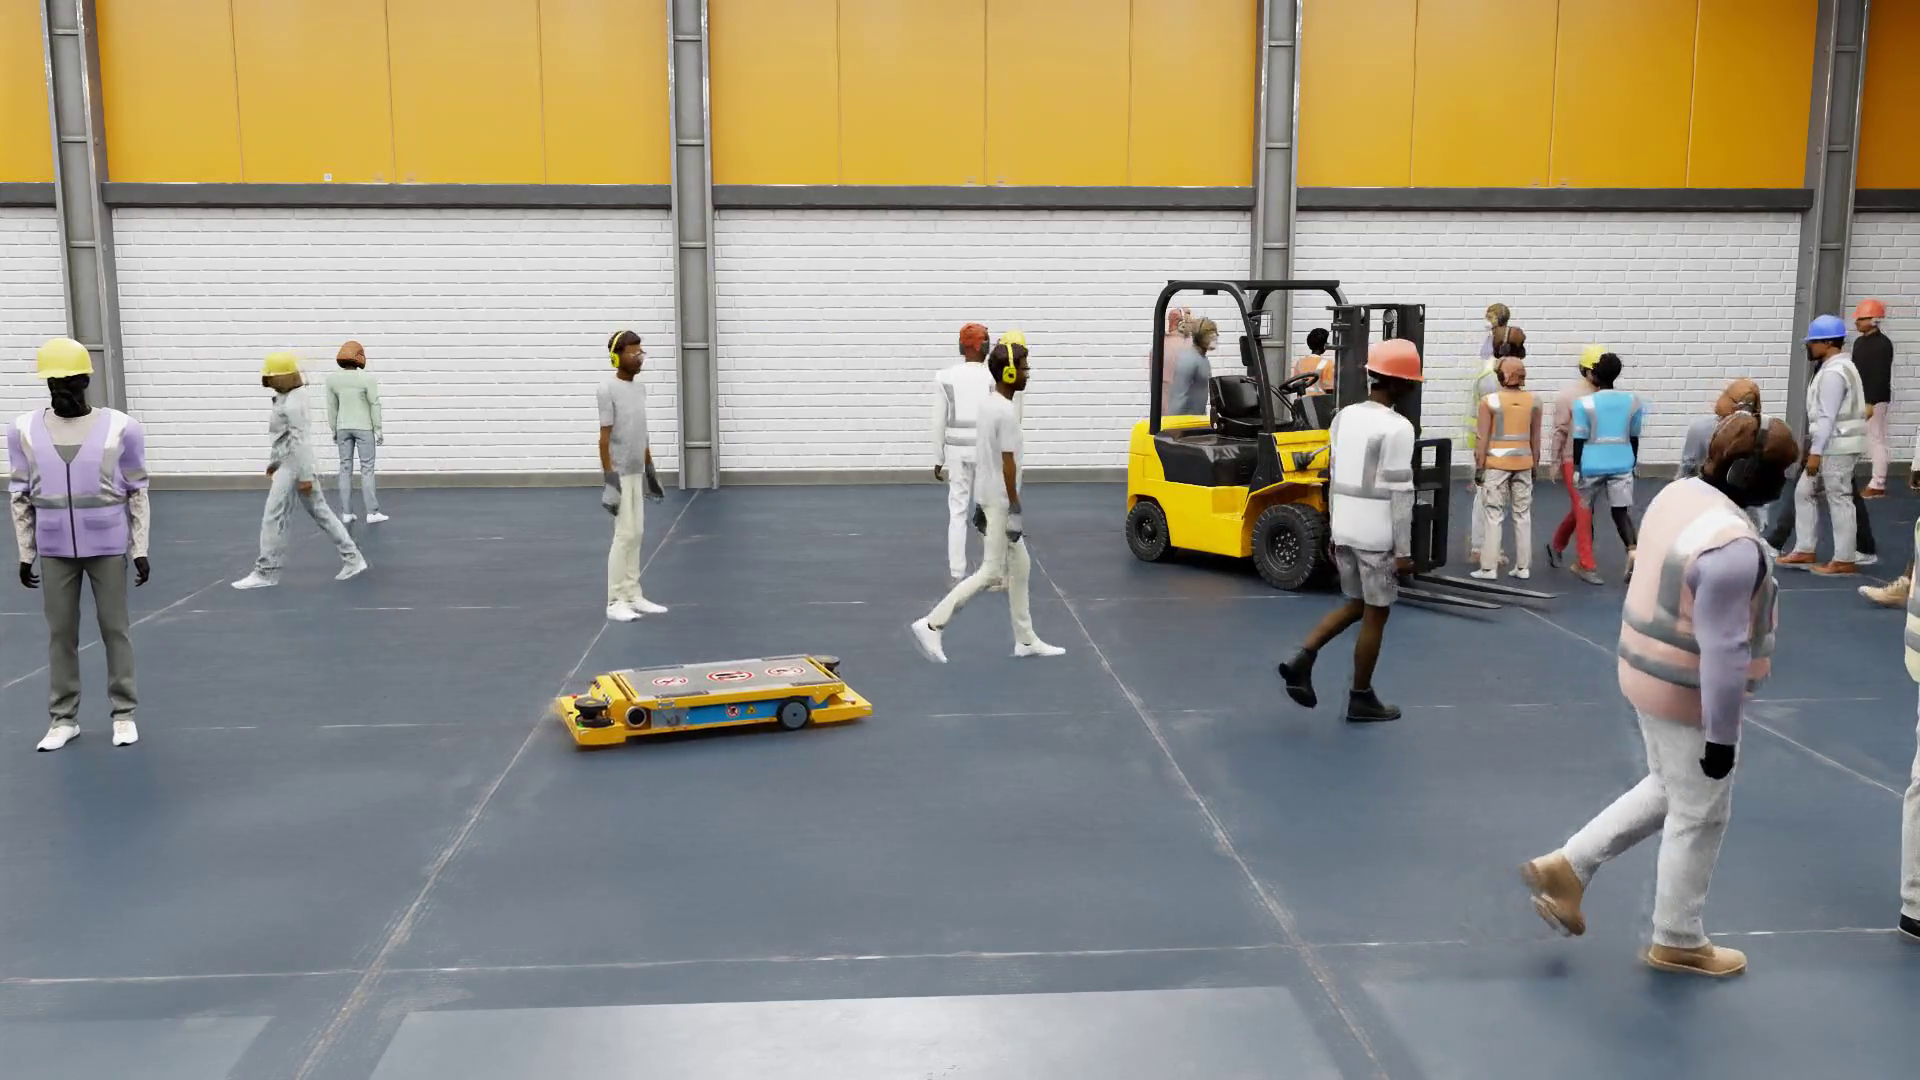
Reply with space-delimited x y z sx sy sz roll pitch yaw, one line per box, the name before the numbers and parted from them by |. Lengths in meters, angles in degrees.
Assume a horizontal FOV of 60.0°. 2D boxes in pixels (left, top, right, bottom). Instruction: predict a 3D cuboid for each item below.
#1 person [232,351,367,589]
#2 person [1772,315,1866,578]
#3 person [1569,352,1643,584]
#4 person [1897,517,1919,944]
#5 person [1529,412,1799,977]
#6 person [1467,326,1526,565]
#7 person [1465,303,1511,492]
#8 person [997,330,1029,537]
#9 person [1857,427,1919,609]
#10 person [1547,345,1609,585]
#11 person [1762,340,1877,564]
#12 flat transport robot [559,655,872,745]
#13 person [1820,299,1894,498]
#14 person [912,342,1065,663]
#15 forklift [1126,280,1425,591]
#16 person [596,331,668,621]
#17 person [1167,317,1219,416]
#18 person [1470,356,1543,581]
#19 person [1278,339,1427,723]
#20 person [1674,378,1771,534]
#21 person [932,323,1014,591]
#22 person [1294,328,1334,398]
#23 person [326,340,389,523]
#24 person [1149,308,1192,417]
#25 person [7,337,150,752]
person | -4.711 -0.507 11.837 0.898 1.692 0.558 -3 10 -18
person | 6.302 -0.682 12.207 0.700 1.915 0.633 5 10 27
person | 4.658 -0.516 11.954 0.539 1.675 0.755 0 9 0
person | 3.341 0.434 5.473 0.403 1.837 0.589 9 13 44
person | 2.199 0.499 5.171 0.615 1.809 0.676 1 9 6
person | 4.110 -0.717 12.715 0.437 1.830 0.629 5 11 30
person | 5.373 -1.408 16.720 0.373 1.940 0.630 -1 9 -4
person | 0.410 -0.864 13.871 0.328 1.760 0.524 3 9 17
person | 6.540 -0.513 11.003 1.038 1.985 0.605 0 9 1
person | 4.569 -0.582 12.234 0.526 1.720 0.882 -2 9 -11
person | 6.607 -0.746 12.761 0.983 1.874 0.617 3 10 18
flat transport robot | -1.216 0.774 8.239 1.431 0.197 0.652 -3 10 -21
person | 8.830 -1.379 16.433 0.837 1.964 0.654 0 9 -1
person | 0.159 -0.205 9.491 0.856 1.847 0.529 -2 9 -9
forklift | 2.301 -0.860 12.475 1.214 2.155 2.313 -6 11 -35
person | -2.121 -0.415 10.757 0.367 1.860 0.567 3 9 16
person | 1.966 -0.951 14.121 1.058 1.870 0.699 3 9 16
person | 3.972 -0.514 12.067 0.515 1.632 0.311 -2 9 -11
person | 1.945 -0.023 8.114 0.627 1.910 0.556 -4 10 -21
person | 4.595 -0.171 9.996 0.546 1.591 0.793 1 9 9
person | 0.100 -0.575 11.658 0.585 1.881 0.337 1 9 6
person | 3.576 -1.293 16.788 0.321 1.690 0.529 -5 10 -28
person | -5.407 -0.965 14.894 0.498 1.633 0.282 1 9 8
person | 2.072 -1.254 15.856 0.402 1.906 0.652 -4 10 -25
person | -4.097 0.023 7.770 0.589 1.927 0.386 -2 9 -13
